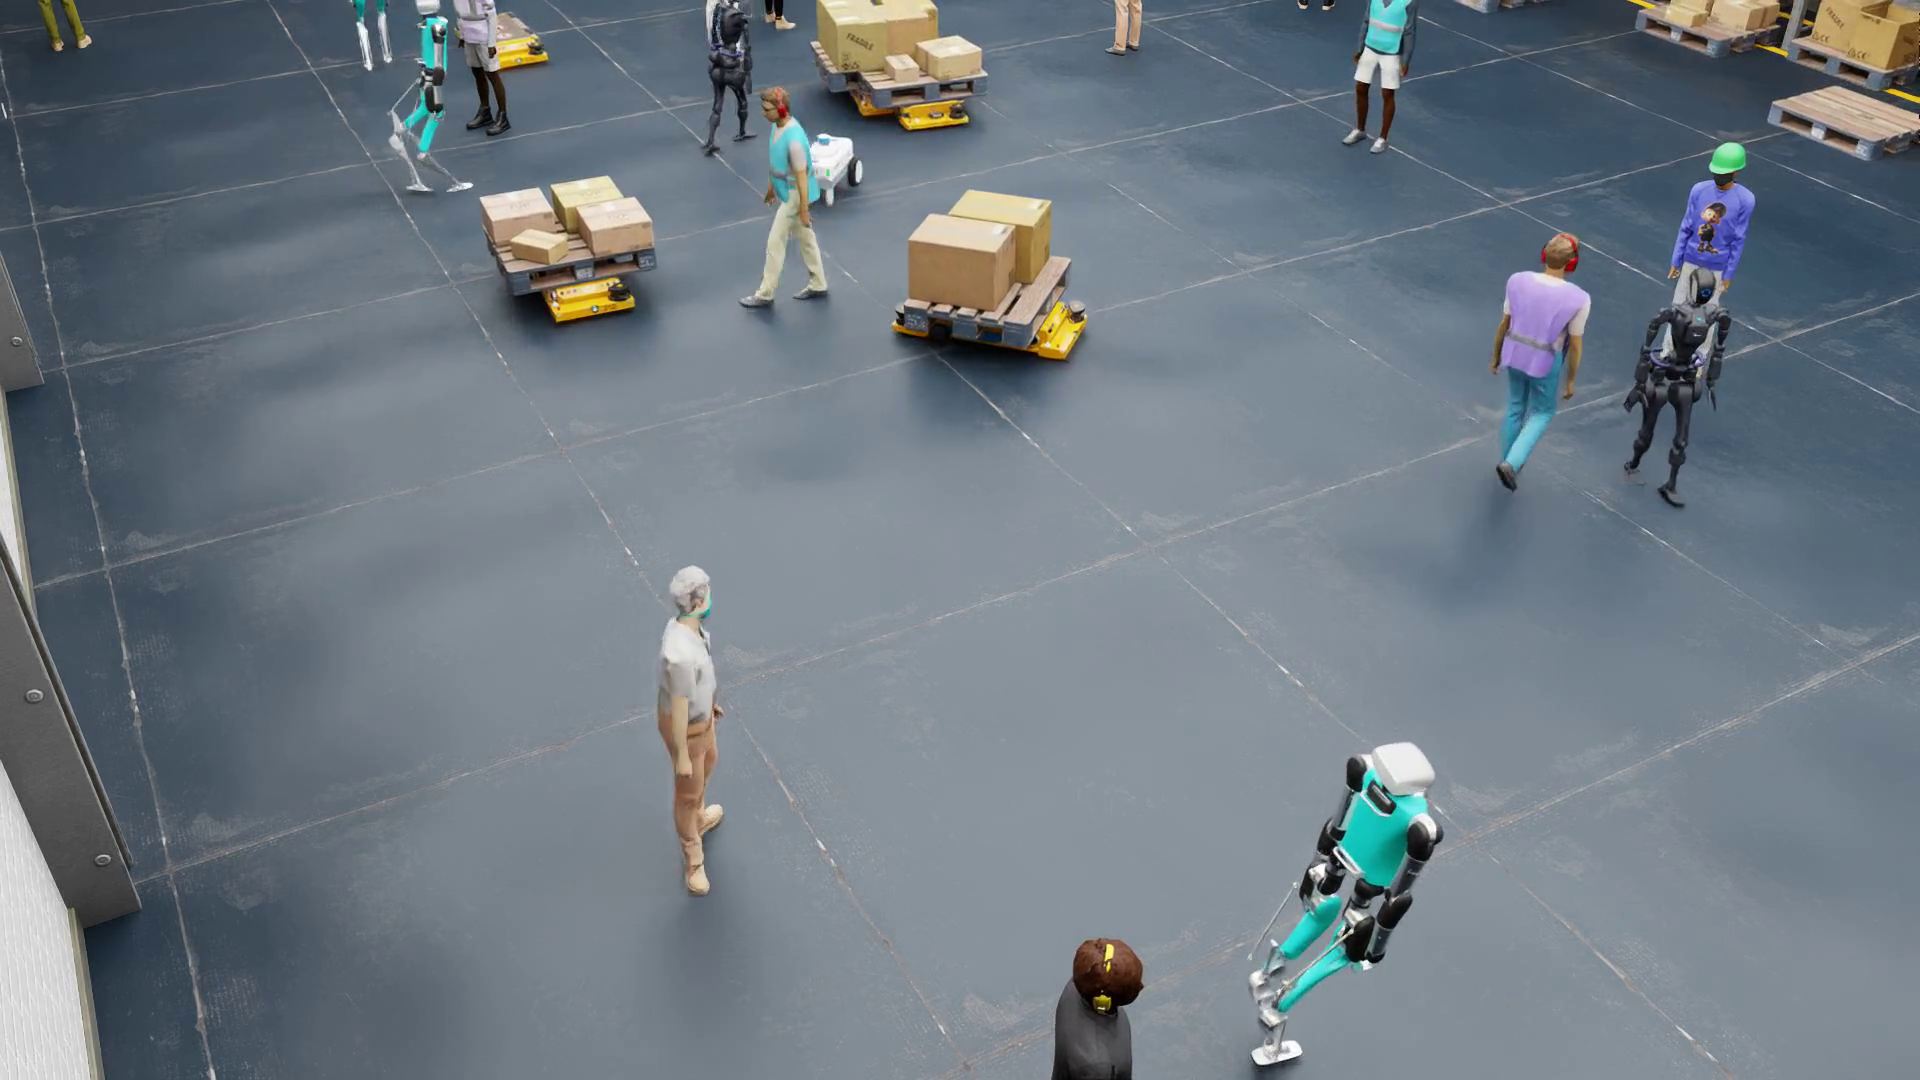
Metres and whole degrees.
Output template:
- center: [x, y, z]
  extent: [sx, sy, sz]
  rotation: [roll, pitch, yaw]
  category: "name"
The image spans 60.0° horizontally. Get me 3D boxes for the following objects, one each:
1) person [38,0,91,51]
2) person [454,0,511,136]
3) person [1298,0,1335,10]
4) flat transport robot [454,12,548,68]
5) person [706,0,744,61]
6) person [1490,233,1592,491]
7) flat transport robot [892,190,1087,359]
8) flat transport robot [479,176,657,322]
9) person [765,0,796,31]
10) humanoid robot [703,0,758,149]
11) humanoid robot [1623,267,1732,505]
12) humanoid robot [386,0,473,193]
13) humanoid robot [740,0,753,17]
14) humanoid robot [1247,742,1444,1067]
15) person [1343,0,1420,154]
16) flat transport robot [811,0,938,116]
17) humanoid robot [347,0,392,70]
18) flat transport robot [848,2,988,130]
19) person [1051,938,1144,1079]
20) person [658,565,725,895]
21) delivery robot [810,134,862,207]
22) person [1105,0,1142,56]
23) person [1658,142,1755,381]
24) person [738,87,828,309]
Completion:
- center: [-10.152, -6.365, 18.437]
  extent: [0.537, 1.835, 0.346]
  rotation: [-11, 37, -15]
  category: "person"
- center: [-4.757, -4.945, 16.330]
  extent: [0.545, 1.929, 0.381]
  rotation: [25, 42, 31]
  category: "person"
- center: [4.296, -7.273, 19.624]
  extent: [0.609, 1.962, 0.364]
  rotation: [8, 36, 11]
  category: "person"
- center: [-5.202, -5.653, 18.786]
  extent: [0.659, 0.231, 1.431]
  rotation: [-18, 39, -24]
  category: "flat transport robot"
- center: [-2.598, -6.145, 18.088]
  extent: [0.574, 1.880, 0.353]
  rotation: [15, 38, 20]
  category: "person"
- center: [3.777, -1.143, 10.993]
  extent: [0.598, 1.822, 0.520]
  rotation: [27, 43, 33]
  category: "person"
- center: [0.239, -1.765, 13.236]
  extent: [1.431, 0.231, 0.659]
  rotation: [11, 37, 15]
  category: "flat transport robot"
- center: [-3.241, -2.255, 13.935]
  extent: [0.659, 0.231, 1.431]
  rotation: [-15, 38, -20]
  category: "flat transport robot"
- center: [-2.098, -6.727, 19.080]
  extent: [0.318, 1.690, 0.529]
  rotation: [-19, 39, -25]
  category: "person"
- center: [-2.275, -4.582, 16.082]
  extent: [0.624, 1.636, 0.686]
  rotation: [30, 45, 35]
  category: "humanoid robot"
- center: [4.729, -1.030, 10.967]
  extent: [0.593, 1.647, 0.535]
  rotation: [-1, 35, -1]
  category: "humanoid robot"
- center: [-4.996, -3.986, 15.145]
  extent: [0.858, 1.784, 0.577]
  rotation: [-15, 38, -21]
  category: "humanoid robot"
- center: [-2.530, -6.962, 19.417]
  extent: [0.715, 1.817, 0.540]
  rotation: [2, 35, 3]
  category: "humanoid robot"
- center: [1.498, 1.676, 7.091]
  extent: [0.850, 1.813, 0.544]
  rotation: [-15, 38, -20]
  category: "humanoid robot"
- center: [4.100, -4.708, 15.997]
  extent: [0.587, 1.933, 0.451]
  rotation: [29, 44, 35]
  category: "person"
- center: [-0.874, -4.854, 17.646]
  extent: [0.659, 0.231, 1.431]
  rotation: [-9, 36, -13]
  category: "flat transport robot"
- center: [-6.403, -5.983, 18.012]
  extent: [0.546, 1.812, 0.796]
  rotation: [-10, 36, -14]
  category: "humanoid robot"
- center: [-0.452, -4.620, 17.312]
  extent: [0.659, 0.231, 1.431]
  rotation: [-11, 37, -16]
  category: "flat transport robot"
- center: [0.500, 2.165, 6.226]
  extent: [0.345, 1.874, 0.501]
  rotation: [0, 35, 0]
  category: "person"
- center: [-1.317, 0.953, 8.110]
  extent: [0.302, 1.709, 0.610]
  rotation: [-1, 35, -1]
  category: "person"
- center: [-1.247, -3.460, 15.397]
  extent: [0.499, 0.583, 0.767]
  rotation: [9, 36, 13]
  category: "delivery robot"
- center: [1.836, -6.206, 18.350]
  extent: [0.465, 1.675, 0.372]
  rotation: [-26, 43, -32]
  category: "person"
- center: [5.473, -2.036, 12.240]
  extent: [0.467, 1.865, 0.379]
  rotation: [26, 43, 32]
  category: "person"
- center: [-1.467, -2.703, 13.234]
  extent: [0.865, 1.805, 0.594]
  rotation: [-7, 36, -10]
  category: "person"
